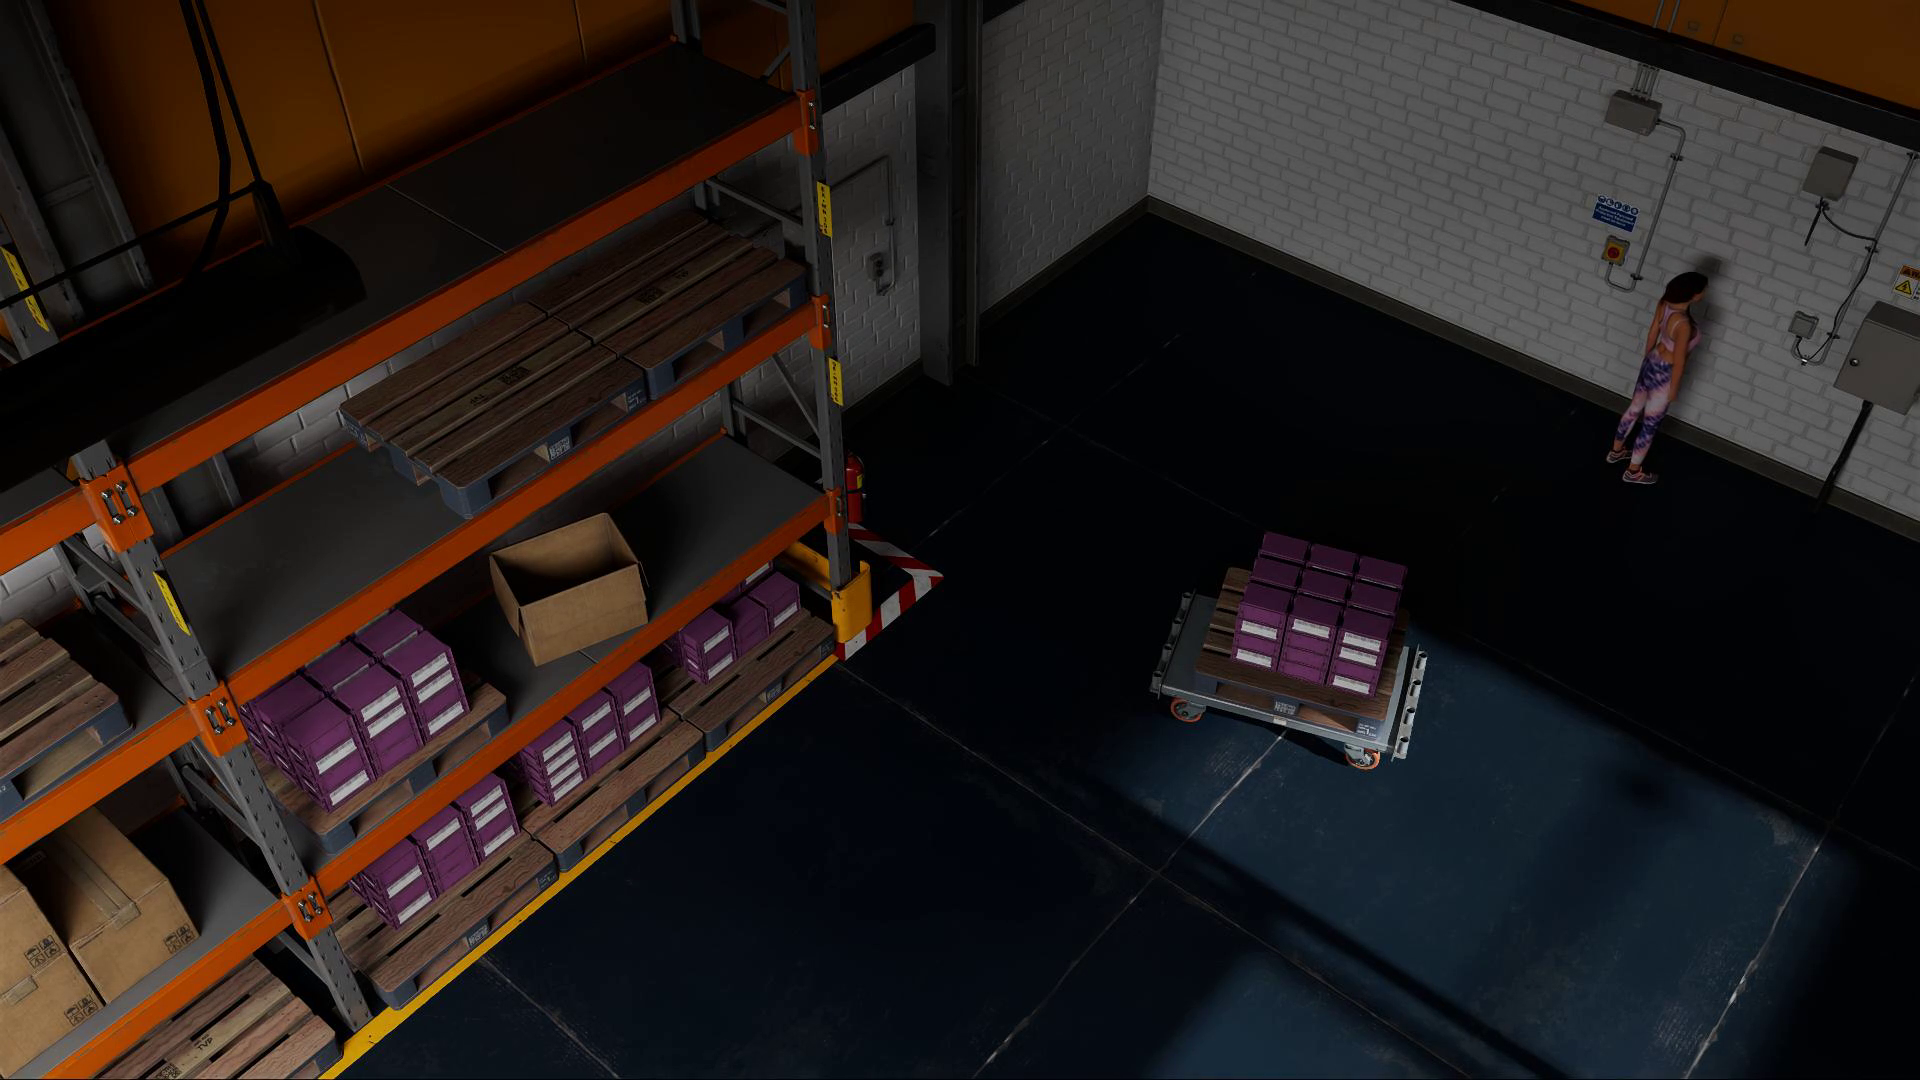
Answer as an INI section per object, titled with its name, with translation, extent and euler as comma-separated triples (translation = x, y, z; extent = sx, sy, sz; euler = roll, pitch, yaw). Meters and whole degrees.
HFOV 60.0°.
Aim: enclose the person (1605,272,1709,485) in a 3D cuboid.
[person]
translation = 5.116, -1.202, 12.169
extent = 0.721, 1.770, 0.679
euler = -7, 44, -7
